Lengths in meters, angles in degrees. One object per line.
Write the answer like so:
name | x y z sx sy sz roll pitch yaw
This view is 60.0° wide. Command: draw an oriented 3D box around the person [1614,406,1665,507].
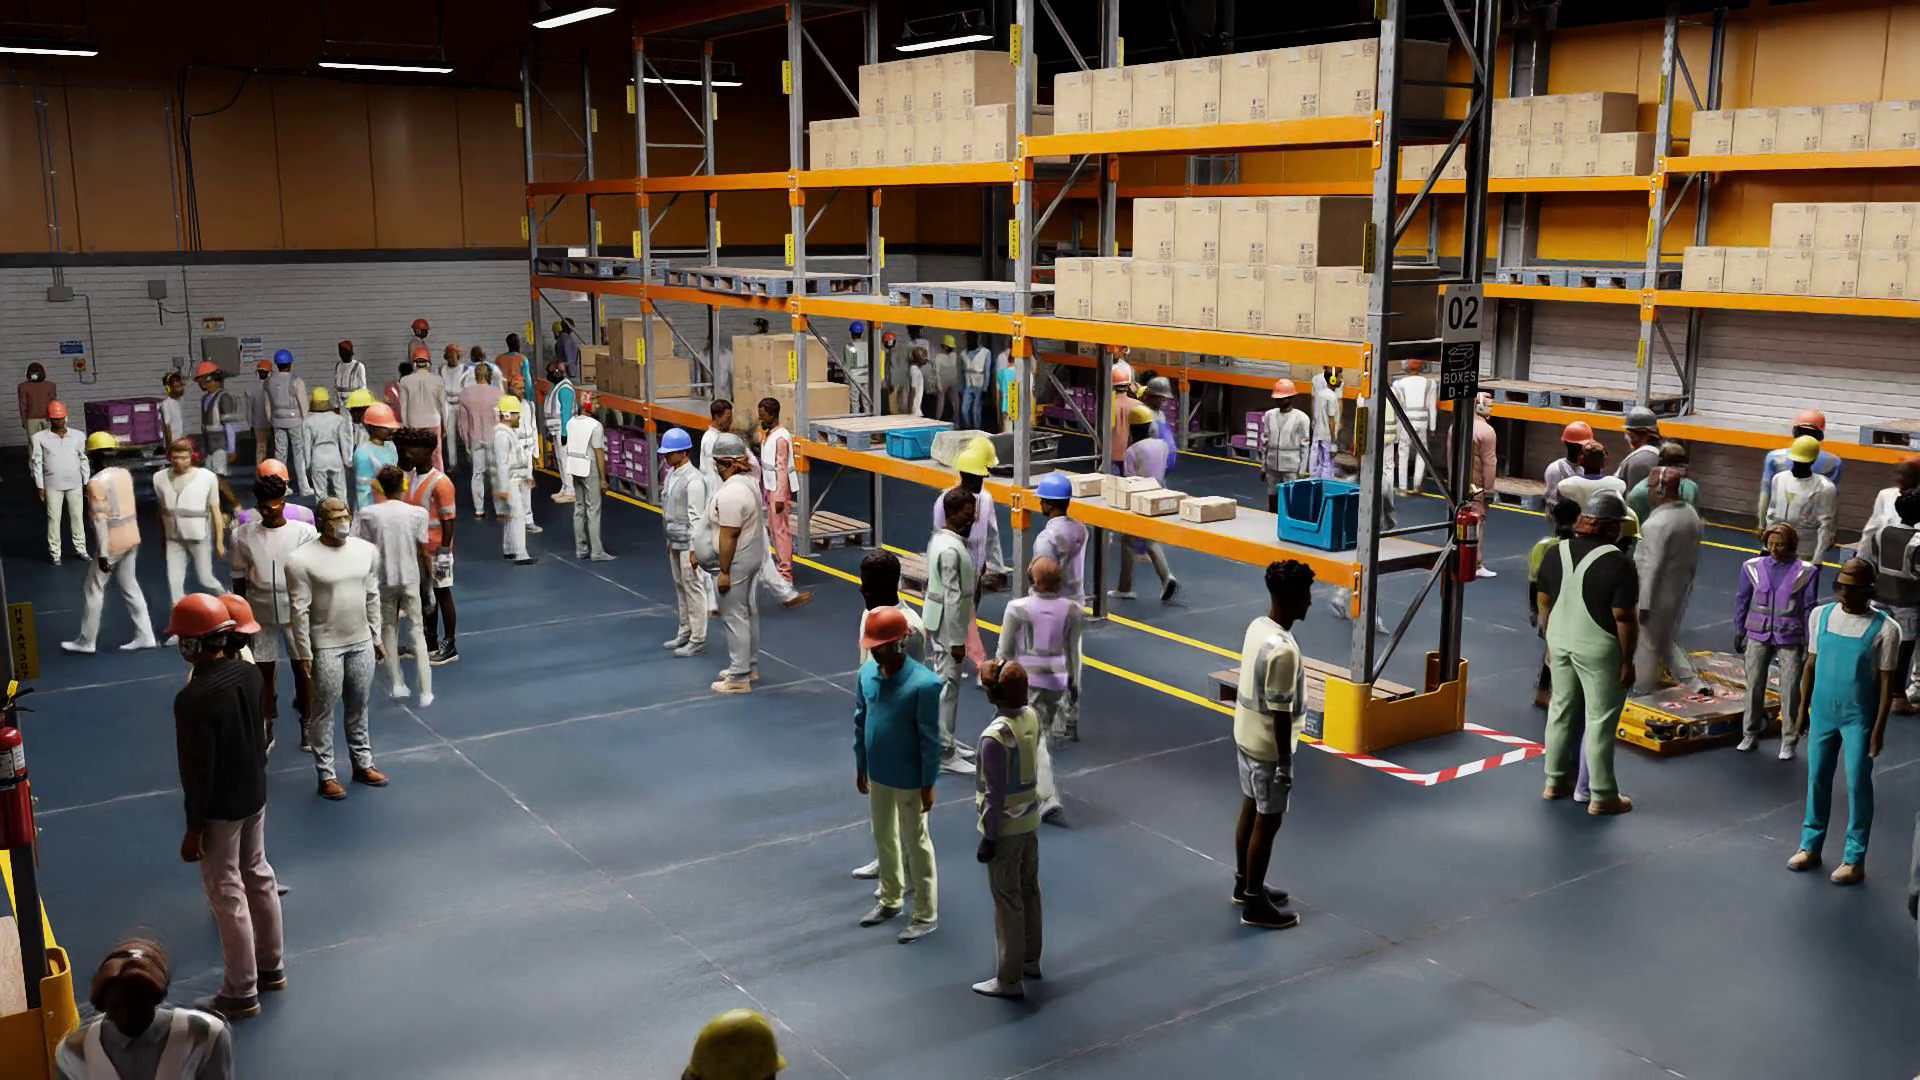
person | 6.027 -0.194 14.847 0.537 2.000 0.684 9 14 39

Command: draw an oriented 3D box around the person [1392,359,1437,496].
person | 5.965 -1.500 21.940 0.620 1.878 0.365 2 11 12

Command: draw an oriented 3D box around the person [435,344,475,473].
person | -7.286 -1.918 24.142 0.606 1.867 0.615 1 11 5

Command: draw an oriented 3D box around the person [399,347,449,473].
person | -7.028 -1.533 21.848 0.616 1.986 0.407 -3 12 -17

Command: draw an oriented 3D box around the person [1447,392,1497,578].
person | 5.297 -0.572 17.134 0.400 1.905 0.643 -4 12 -21

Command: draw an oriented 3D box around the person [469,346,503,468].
person | -7.053 -1.968 24.564 0.636 1.800 0.955 -7 13 -30

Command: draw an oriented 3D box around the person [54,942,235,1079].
person | -2.458 1.935 5.127 0.504 1.589 0.890 -4 12 -20

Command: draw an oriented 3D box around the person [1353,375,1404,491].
person | 5.173 -1.230 20.659 0.621 1.844 0.429 -3 11 -13

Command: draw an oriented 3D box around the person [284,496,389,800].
person | -3.971 0.674 10.664 0.372 1.940 0.630 8 14 36

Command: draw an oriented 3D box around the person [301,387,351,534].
person | -7.325 -0.899 19.217 0.492 1.742 0.316 -7 13 -31

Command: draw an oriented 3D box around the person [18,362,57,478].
person | -13.085 -1.712 23.661 0.501 1.632 0.286 -9 14 -37

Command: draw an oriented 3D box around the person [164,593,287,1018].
person | -3.429 1.222 7.717 0.396 1.992 0.623 1 11 6

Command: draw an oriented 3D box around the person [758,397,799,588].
person | -1.823 -0.479 16.650 0.402 1.909 0.599 -4 12 -18

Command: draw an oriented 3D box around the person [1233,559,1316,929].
person | 1.633 1.053 8.693 0.389 1.958 0.599 -1 11 -4

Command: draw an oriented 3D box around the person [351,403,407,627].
person | -5.215 -0.231 15.075 0.421 2.033 0.645 2 11 8

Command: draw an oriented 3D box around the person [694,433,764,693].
person | -1.807 0.160 13.033 0.535 2.000 0.681 1 11 6

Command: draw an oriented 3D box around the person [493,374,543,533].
person | -5.137 -0.986 19.323 0.351 1.880 0.576 7 13 33

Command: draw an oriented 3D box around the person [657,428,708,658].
person | -2.333 0.016 14.042 0.414 1.939 0.604 -6 13 -29

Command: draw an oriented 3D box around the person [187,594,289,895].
person | -3.832 1.133 8.828 0.348 1.740 0.574 0 11 0

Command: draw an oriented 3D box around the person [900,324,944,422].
person | -0.713 -2.883 29.086 0.614 1.850 1.143 -11 15 -44

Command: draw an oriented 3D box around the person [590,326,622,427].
person | -6.161 -2.828 28.913 0.561 1.819 0.750 8 13 34

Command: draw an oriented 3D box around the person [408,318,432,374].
person | -9.041 -2.721 27.935 0.405 1.986 0.615 0 11 1

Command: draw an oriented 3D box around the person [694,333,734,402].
person | -3.874 -2.366 26.343 0.672 1.888 0.468 -3 11 -15

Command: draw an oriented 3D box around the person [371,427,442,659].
person | -4.645 0.013 14.015 0.385 1.957 0.603 7 13 31

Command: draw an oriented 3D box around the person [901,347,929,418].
person | -0.606 -1.877 24.031 0.694 1.812 0.527 -2 11 -10

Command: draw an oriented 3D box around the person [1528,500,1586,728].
person | 4.449 0.522 12.178 0.532 1.654 0.783 -3 11 -14

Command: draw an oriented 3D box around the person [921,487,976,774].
person | -0.065 0.597 11.123 0.393 1.915 0.587 -1 11 -4

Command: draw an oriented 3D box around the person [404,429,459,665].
person | -4.404 0.050 13.782 0.600 1.967 0.368 10 15 42

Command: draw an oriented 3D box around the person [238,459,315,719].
person | -5.046 0.357 12.332 0.550 1.925 0.392 -9 14 -39

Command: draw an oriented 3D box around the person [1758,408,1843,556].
person | 7.357 -0.140 14.602 0.627 2.031 0.435 5 12 23

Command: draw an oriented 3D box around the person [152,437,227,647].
person | -6.728 -0.021 14.576 0.593 1.808 0.781 0 11 1

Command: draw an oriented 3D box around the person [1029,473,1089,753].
person | 0.670 0.499 11.538 0.389 1.948 0.609 6 12 27

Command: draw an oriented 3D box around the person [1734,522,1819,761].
person | 5.586 0.682 11.421 0.523 1.631 0.319 8 14 37

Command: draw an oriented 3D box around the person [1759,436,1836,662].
person | 6.940 0.071 13.845 0.402 1.906 0.613 -5 12 -24

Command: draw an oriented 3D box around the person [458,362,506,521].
person | -5.748 -1.183 20.184 0.627 1.934 0.370 2 11 10

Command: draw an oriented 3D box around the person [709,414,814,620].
person | -1.859 -0.219 15.319 1.028 1.888 0.641 -5 12 -25

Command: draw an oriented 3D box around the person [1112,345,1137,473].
person | 2.330 -1.999 24.084 0.535 2.000 0.682 -2 11 -10

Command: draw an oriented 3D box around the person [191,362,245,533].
person | -8.688 -1.074 19.458 0.688 2.008 0.410 8 14 37

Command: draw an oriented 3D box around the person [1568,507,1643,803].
person | 4.037 0.723 10.489 0.398 1.911 0.594 -3 11 -14

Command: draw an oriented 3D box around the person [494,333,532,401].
person | -6.787 -2.184 25.340 0.587 1.920 0.390 4 12 20

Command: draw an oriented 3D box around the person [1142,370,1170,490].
person | 2.546 -1.408 22.001 0.551 1.668 0.715 -9 14 -38

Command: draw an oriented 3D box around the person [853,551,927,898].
person | -0.365 0.992 9.113 0.381 1.912 0.592 -6 13 -28

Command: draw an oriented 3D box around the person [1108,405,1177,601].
person | 1.759 -0.342 15.937 0.606 1.904 0.701 -9 14 -39

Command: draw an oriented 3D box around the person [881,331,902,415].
person | -1.174 -2.685 28.377 0.355 1.734 0.585 -1 11 -4
